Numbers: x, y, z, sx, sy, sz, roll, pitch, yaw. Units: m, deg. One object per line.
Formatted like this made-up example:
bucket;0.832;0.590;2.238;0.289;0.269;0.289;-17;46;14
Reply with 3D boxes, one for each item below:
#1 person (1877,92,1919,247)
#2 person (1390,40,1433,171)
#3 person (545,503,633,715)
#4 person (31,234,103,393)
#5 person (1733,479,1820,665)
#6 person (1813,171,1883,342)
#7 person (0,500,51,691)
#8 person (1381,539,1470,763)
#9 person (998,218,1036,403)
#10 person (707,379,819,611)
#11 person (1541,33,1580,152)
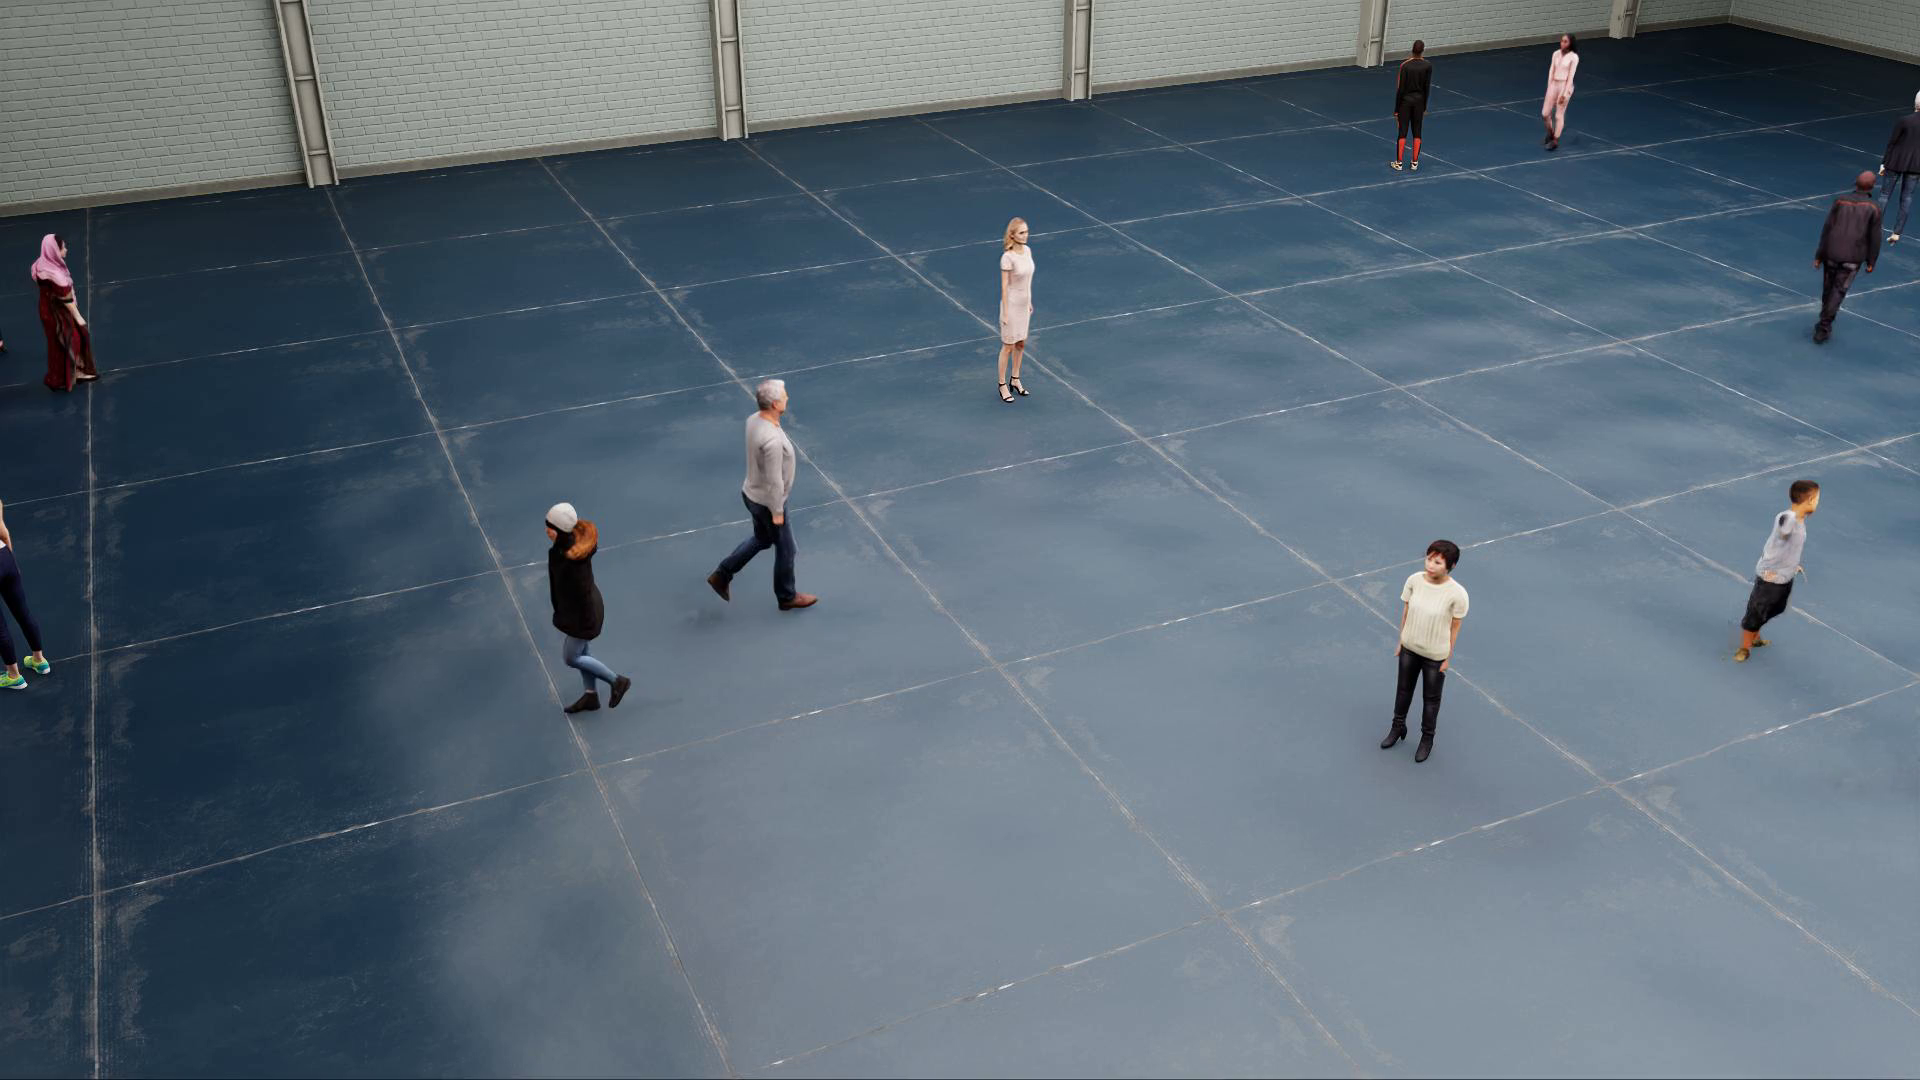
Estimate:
person;10.584;-4.206;18.696;0.818;1.781;0.792;9;29;16
person;6.401;-6.169;23.568;0.620;1.808;0.754;-1;28;-1
person;-2.511;0.469;11.299;0.719;1.625;0.644;-10;30;-18
person;-8.941;-2.206;16.359;0.800;1.591;0.706;-24;36;-37
person;5.866;0.194;12.015;0.578;1.437;0.803;-17;32;-29
person;9.320;-2.976;17.583;0.985;1.798;1.228;25;37;38
person;-6.766;0.244;11.638;0.734;1.702;0.665;11;30;20
person;3.049;0.710;10.887;0.652;1.587;0.615;23;36;36
person;0.539;-2.251;16.189;0.705;1.829;0.568;23;36;37
person;-1.515;-0.283;12.431;1.072;1.888;0.774;-10;30;-18
person;8.886;-6.591;24.465;0.701;1.710;0.680;-19;34;-32
